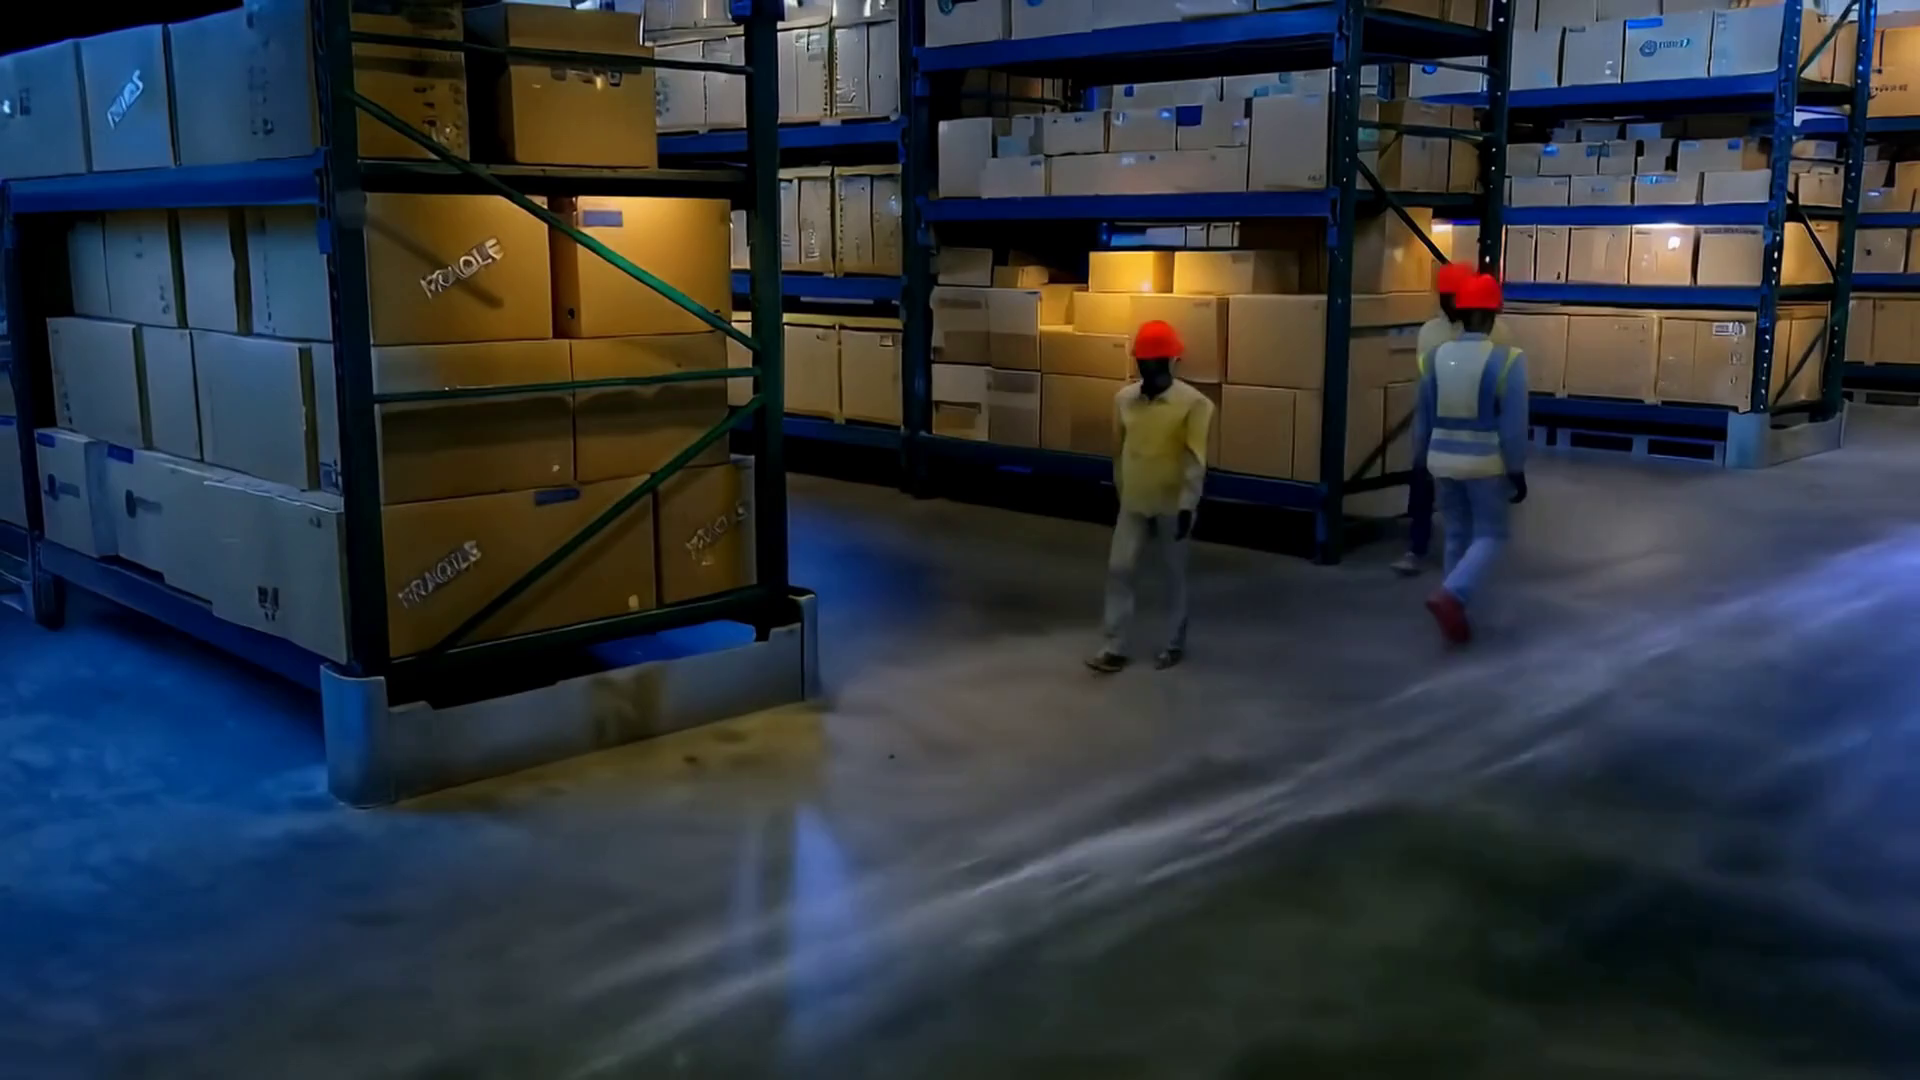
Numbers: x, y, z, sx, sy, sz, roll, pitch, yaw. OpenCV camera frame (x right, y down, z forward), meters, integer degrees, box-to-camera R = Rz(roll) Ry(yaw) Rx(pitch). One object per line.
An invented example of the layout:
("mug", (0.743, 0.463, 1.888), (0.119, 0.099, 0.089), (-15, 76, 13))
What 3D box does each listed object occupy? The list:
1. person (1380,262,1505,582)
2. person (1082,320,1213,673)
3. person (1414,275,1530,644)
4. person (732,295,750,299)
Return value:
("person", (2.931, -0.689, 10.099), (0.890, 1.960, 0.653), (-9, 14, -41))
("person", (0.904, -0.187, 8.023), (0.565, 1.718, 0.792), (7, 13, 35))
("person", (2.609, -0.391, 8.571), (0.638, 1.934, 0.622), (-9, 14, -40))
("person", (-2.835, -2.809, 22.075), (0.637, 1.804, 0.866), (-8, 13, -38))
